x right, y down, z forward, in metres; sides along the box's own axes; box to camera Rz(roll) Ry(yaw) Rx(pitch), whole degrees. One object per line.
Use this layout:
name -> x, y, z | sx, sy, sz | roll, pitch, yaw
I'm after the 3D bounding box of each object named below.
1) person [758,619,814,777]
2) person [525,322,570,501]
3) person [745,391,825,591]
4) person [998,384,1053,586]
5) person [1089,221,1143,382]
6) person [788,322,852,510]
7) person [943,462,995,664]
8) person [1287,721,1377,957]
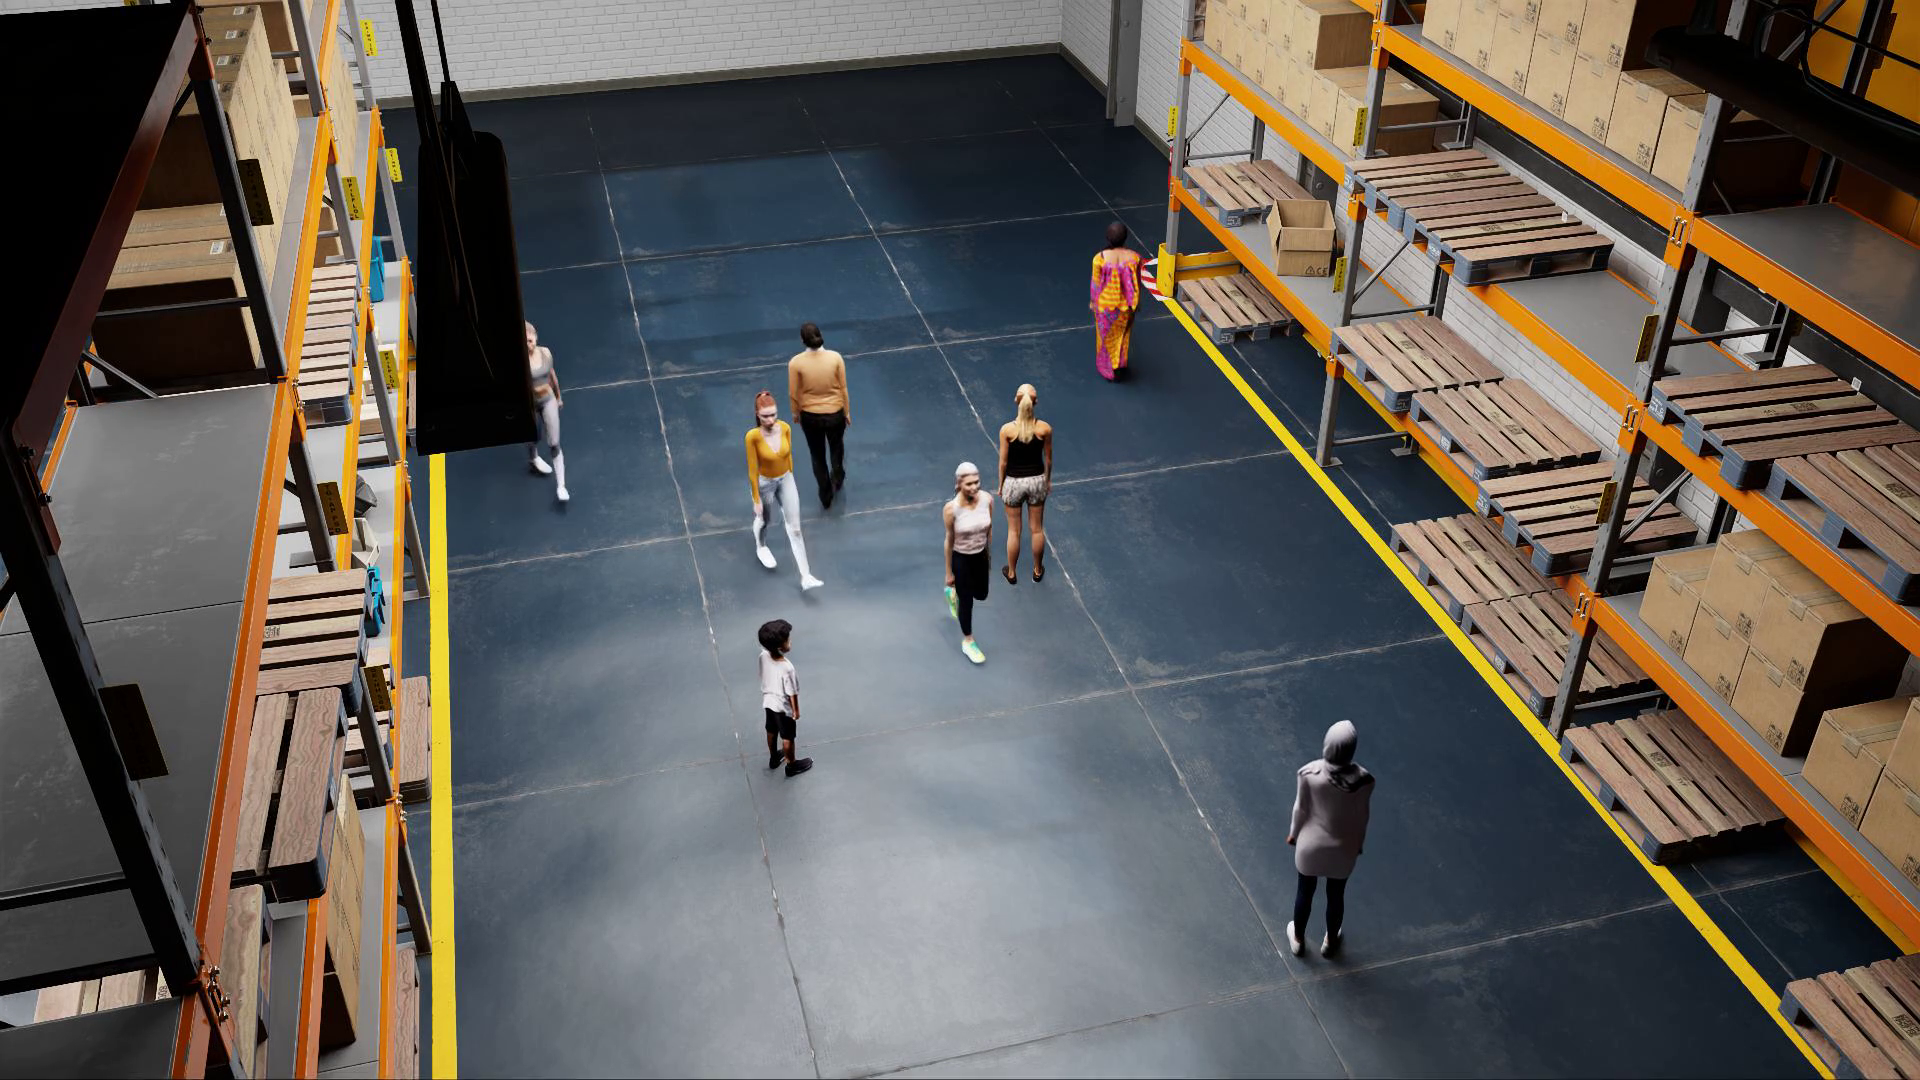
person -> -1.262, 1.106, 11.645 | 0.555, 1.258, 0.632 | 25, 41, 33
person -> -3.763, -1.200, 14.769 | 0.862, 1.640, 1.214 | -22, 39, -29
person -> -1.582, -0.436, 13.569 | 0.840, 1.696, 1.228 | -20, 39, -28
person -> 0.528, -0.456, 13.463 | 0.633, 1.846, 0.588 | -3, 34, -4
person -> 1.539, -2.347, 16.474 | 0.713, 1.662, 0.799 | -2, 34, -3
person -> -1.200, -1.041, 14.445 | 0.718, 1.733, 0.815 | -4, 34, -6
person -> 0.017, 0.119, 12.743 | 0.743, 1.687, 0.968 | -18, 37, -25
person -> 2.227, 1.832, 10.084 | 0.689, 1.777, 0.683 | 7, 34, 10
